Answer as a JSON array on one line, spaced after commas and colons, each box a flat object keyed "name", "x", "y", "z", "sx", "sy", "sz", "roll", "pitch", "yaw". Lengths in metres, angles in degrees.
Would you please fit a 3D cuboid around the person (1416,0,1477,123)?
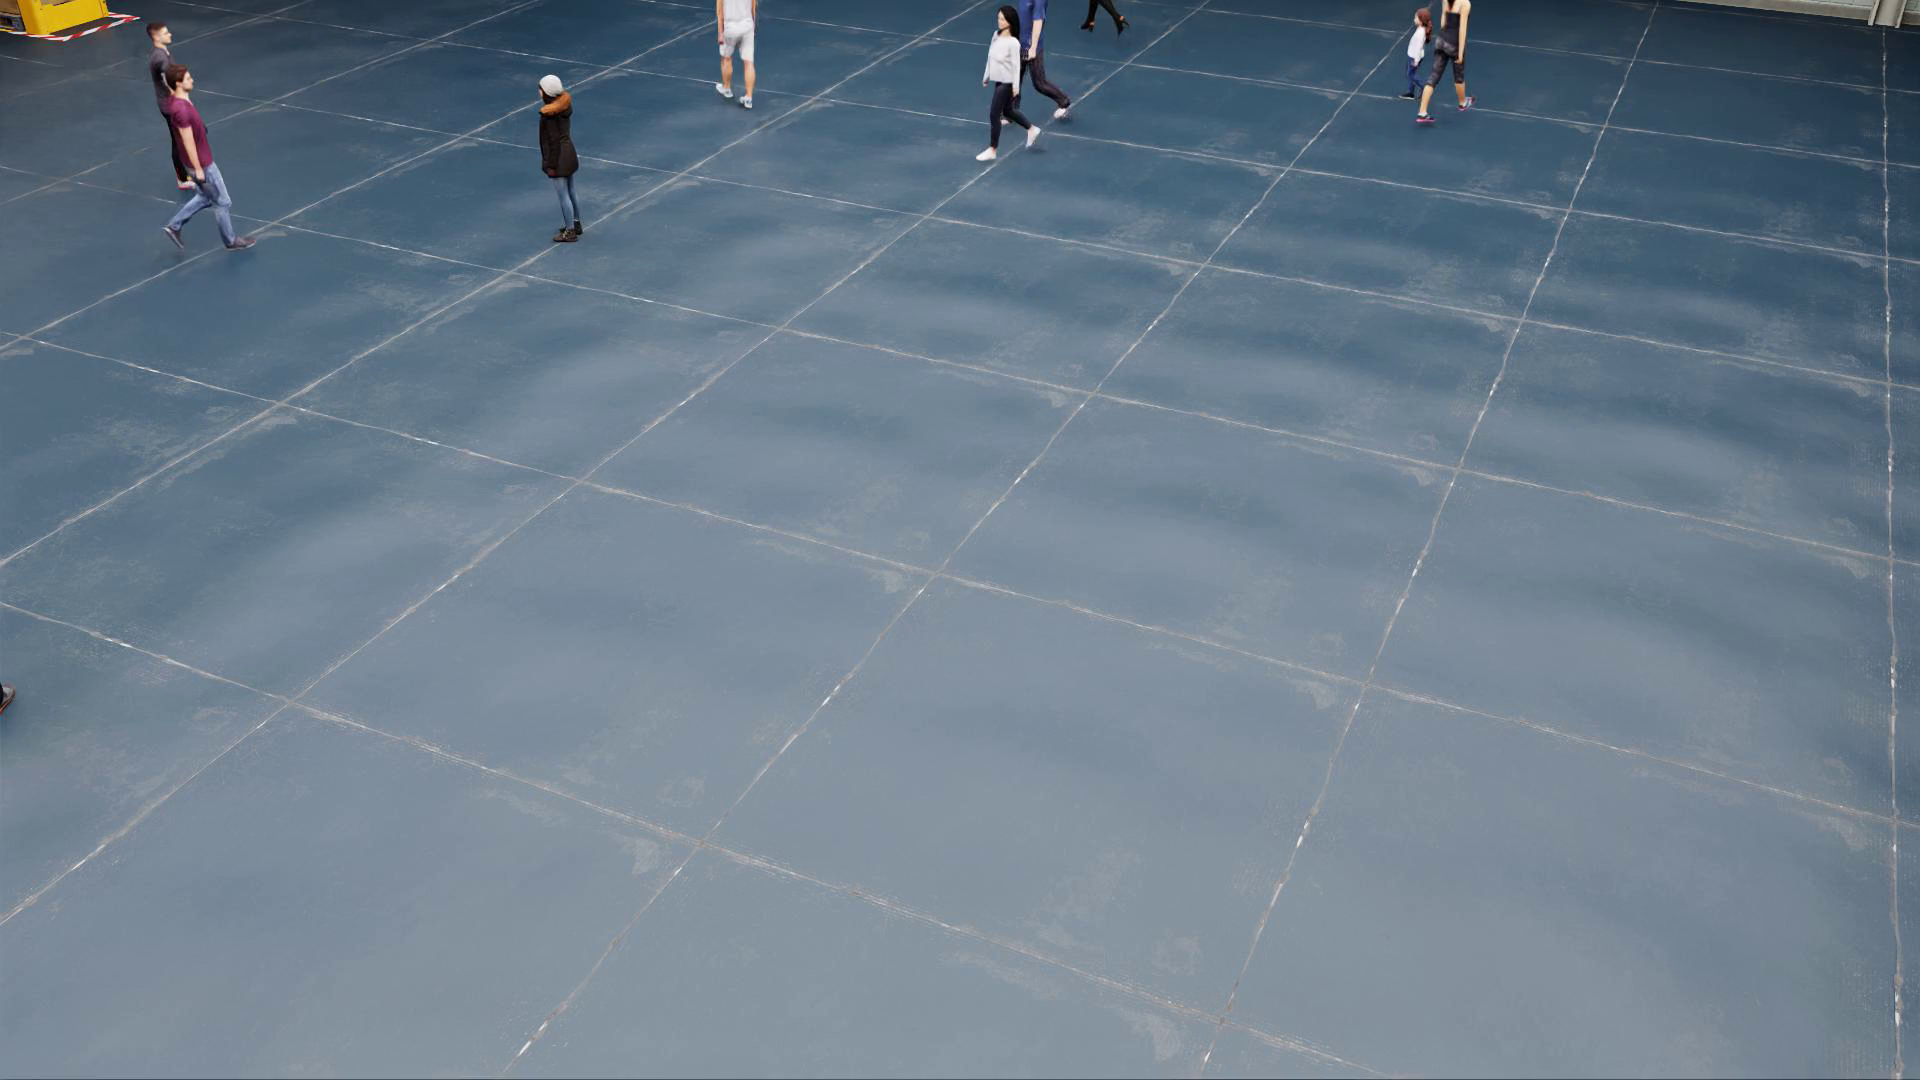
[{"name": "person", "x": 5.595, "y": -5.667, "z": 19.307, "sx": 1.111, "sy": 1.671, "sz": 1.206, "roll": -17, "pitch": 36, "yaw": -25}]

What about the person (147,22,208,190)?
[{"name": "person", "x": -8.315, "y": -4.532, "z": 17.433, "sx": 0.839, "sy": 1.751, "sz": 0.786, "roll": -10, "pitch": 33, "yaw": -15}]

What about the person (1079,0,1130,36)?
[{"name": "person", "x": 1.952, "y": -7.662, "z": 22.325, "sx": 1.205, "sy": 1.825, "sz": 0.876, "roll": 25, "pitch": 40, "yaw": 34}]

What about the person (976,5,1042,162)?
[{"name": "person", "x": 0.564, "y": -5.030, "z": 18.295, "sx": 1.086, "sy": 1.672, "sz": 1.102, "roll": -15, "pitch": 35, "yaw": -22}]

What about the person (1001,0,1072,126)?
[{"name": "person", "x": 0.892, "y": -5.679, "z": 19.173, "sx": 1.143, "sy": 1.833, "sz": 1.193, "roll": -17, "pitch": 36, "yaw": -25}]

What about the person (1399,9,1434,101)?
[{"name": "person", "x": 5.593, "y": -5.876, "z": 20.172, "sx": 0.610, "sy": 1.102, "sz": 0.487, "roll": 9, "pitch": 33, "yaw": 15}]

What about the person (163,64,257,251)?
[{"name": "person", "x": -7.363, "y": -3.610, "z": 15.896, "sx": 1.068, "sy": 1.831, "sz": 1.078, "roll": -17, "pitch": 36, "yaw": -25}]

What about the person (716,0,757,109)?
[{"name": "person", "x": -2.605, "y": -6.058, "z": 19.775, "sx": 1.031, "sy": 1.832, "sz": 1.134, "roll": -17, "pitch": 36, "yaw": -24}]

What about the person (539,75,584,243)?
[{"name": "person", "x": -3.914, "y": -3.741, "z": 16.287, "sx": 0.719, "sy": 1.635, "sz": 0.713, "roll": 2, "pitch": 32, "yaw": 4}]
